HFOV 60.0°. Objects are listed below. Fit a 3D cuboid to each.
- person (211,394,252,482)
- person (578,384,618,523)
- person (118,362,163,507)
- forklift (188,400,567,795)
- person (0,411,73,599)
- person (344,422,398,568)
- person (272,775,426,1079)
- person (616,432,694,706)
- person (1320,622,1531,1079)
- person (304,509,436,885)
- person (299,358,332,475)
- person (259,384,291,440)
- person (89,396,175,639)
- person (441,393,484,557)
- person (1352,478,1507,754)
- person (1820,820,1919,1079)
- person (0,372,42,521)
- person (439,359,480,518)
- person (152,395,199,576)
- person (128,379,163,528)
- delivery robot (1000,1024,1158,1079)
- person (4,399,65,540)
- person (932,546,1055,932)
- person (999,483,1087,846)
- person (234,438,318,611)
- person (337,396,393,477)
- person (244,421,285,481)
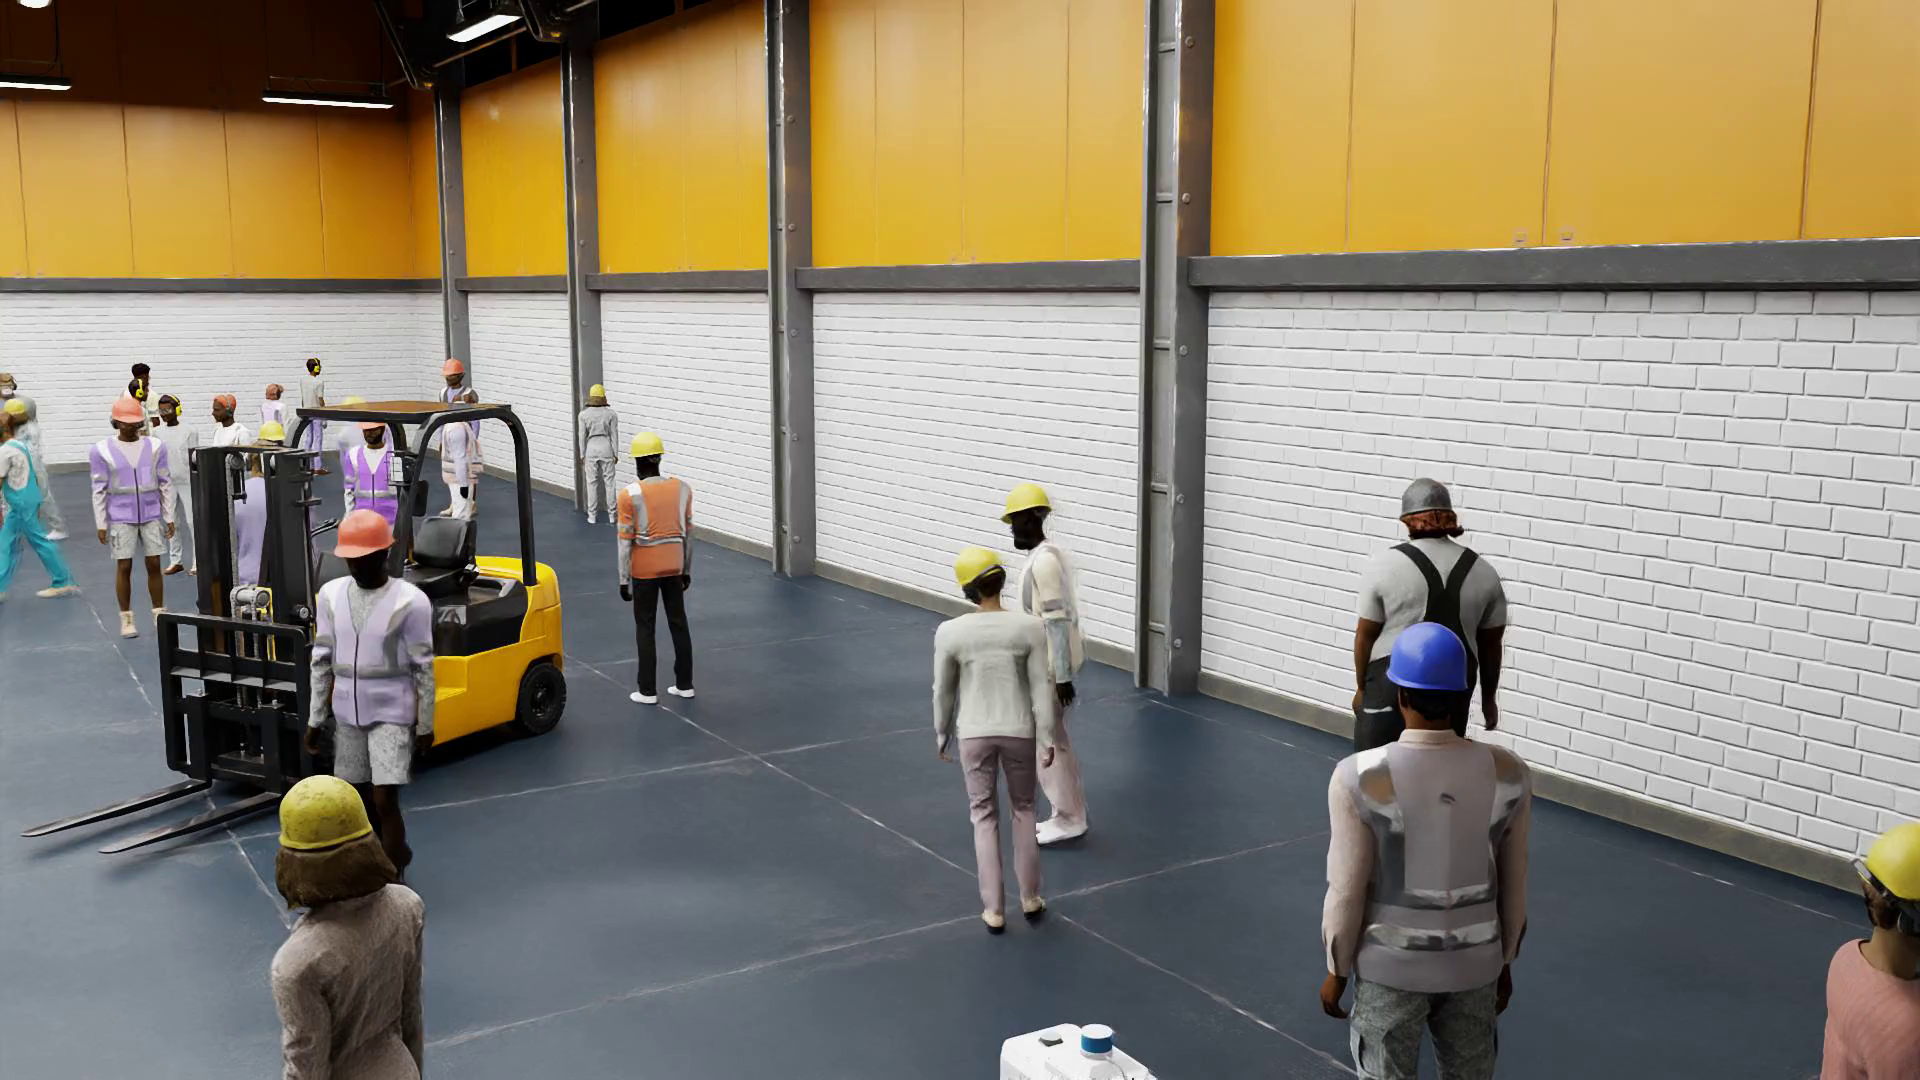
[{"bbox_3d":[-7.250,-0.512,16.578,0.584,1.882,0.337,6,10,36],"label":"person"},{"bbox_3d":[-4.535,-1.081,20.890,0.488,1.743,0.319,-2,9,-12],"label":"person"},{"bbox_3d":[-10.977,-1.400,22.338,0.602,1.957,0.385,2,9,15],"label":"person"},{"bbox_3d":[-3.529,0.258,10.348,1.214,2.155,2.313,4,9,25],"label":"forklift"},{"bbox_3d":[-8.780,-0.298,15.460,0.890,1.781,0.466,-4,9,-26],"label":"person"},{"bbox_3d":[-4.934,-0.172,14.104,0.552,1.937,0.356,-1,8,-5],"label":"person"},{"bbox_3d":[-1.483,1.420,4.047,0.313,1.739,0.484,3,9,18],"label":"person"},{"bbox_3d":[-2.149,0.199,11.690,0.594,1.917,0.397,-7,11,-38],"label":"person"},{"bbox_3d":[1.329,1.203,4.807,0.605,1.948,0.405,-1,9,-7],"label":"person"},{"bbox_3d":[-2.691,0.791,7.701,0.561,1.914,0.715,2,9,12],"label":"person"},{"bbox_3d":[-10.259,-1.956,26.428,0.502,1.858,0.328,4,9,25],"label":"person"},{"bbox_3d":[-9.477,-1.349,23.070,0.515,1.632,0.312,4,9,25],"label":"person"},{"bbox_3d":[-6.902,-0.189,13.921,0.611,2.032,0.411,-7,11,-39],"label":"person"},{"bbox_3d":[-5.227,-0.624,17.504,0.429,1.837,0.633,-3,9,-18],"label":"person"},{"bbox_3d":[2.158,0.697,7.907,0.860,2.000,0.636,-1,9,-8],"label":"person"},{"bbox_3d":[2.030,1.469,3.662,0.343,1.760,0.528,3,9,18],"label":"person"},{"bbox_3d":[-11.544,-1.076,20.250,0.641,1.927,0.386,-7,11,-40],"label":"person"},{"bbox_3d":[-6.454,-1.295,21.327,0.616,2.039,0.384,4,9,25],"label":"person"},{"bbox_3d":[-7.982,-0.557,16.977,0.510,1.861,0.324,1,8,4],"label":"person"},{"bbox_3d":[-9.923,-1.022,20.136,0.525,1.857,0.343,7,11,38],"label":"person"},{"bbox_3d":[0.432,1.781,5.266,0.477,0.478,0.707,-5,10,-30],"label":"delivery robot"},{"bbox_3d":[-10.747,-0.789,19.124,0.515,1.666,0.898,3,9,20],"label":"person"},{"bbox_3d":[0.147,0.899,7.599,0.549,1.717,0.536,0,8,-1],"label":"person"},{"bbox_3d":[0.446,0.645,8.792,0.516,1.876,0.637,0,8,2],"label":"person"},{"bbox_3d":[-4.591,0.290,11.047,0.632,1.930,0.378,-5,10,-30],"label":"person"},{"bbox_3d":[-6.318,-0.648,17.841,0.621,1.782,0.439,0,8,2],"label":"person"},{"bbox_3d":[-6.022,-0.169,14.666,0.311,1.768,0.533,7,11,37],"label":"person"}]
